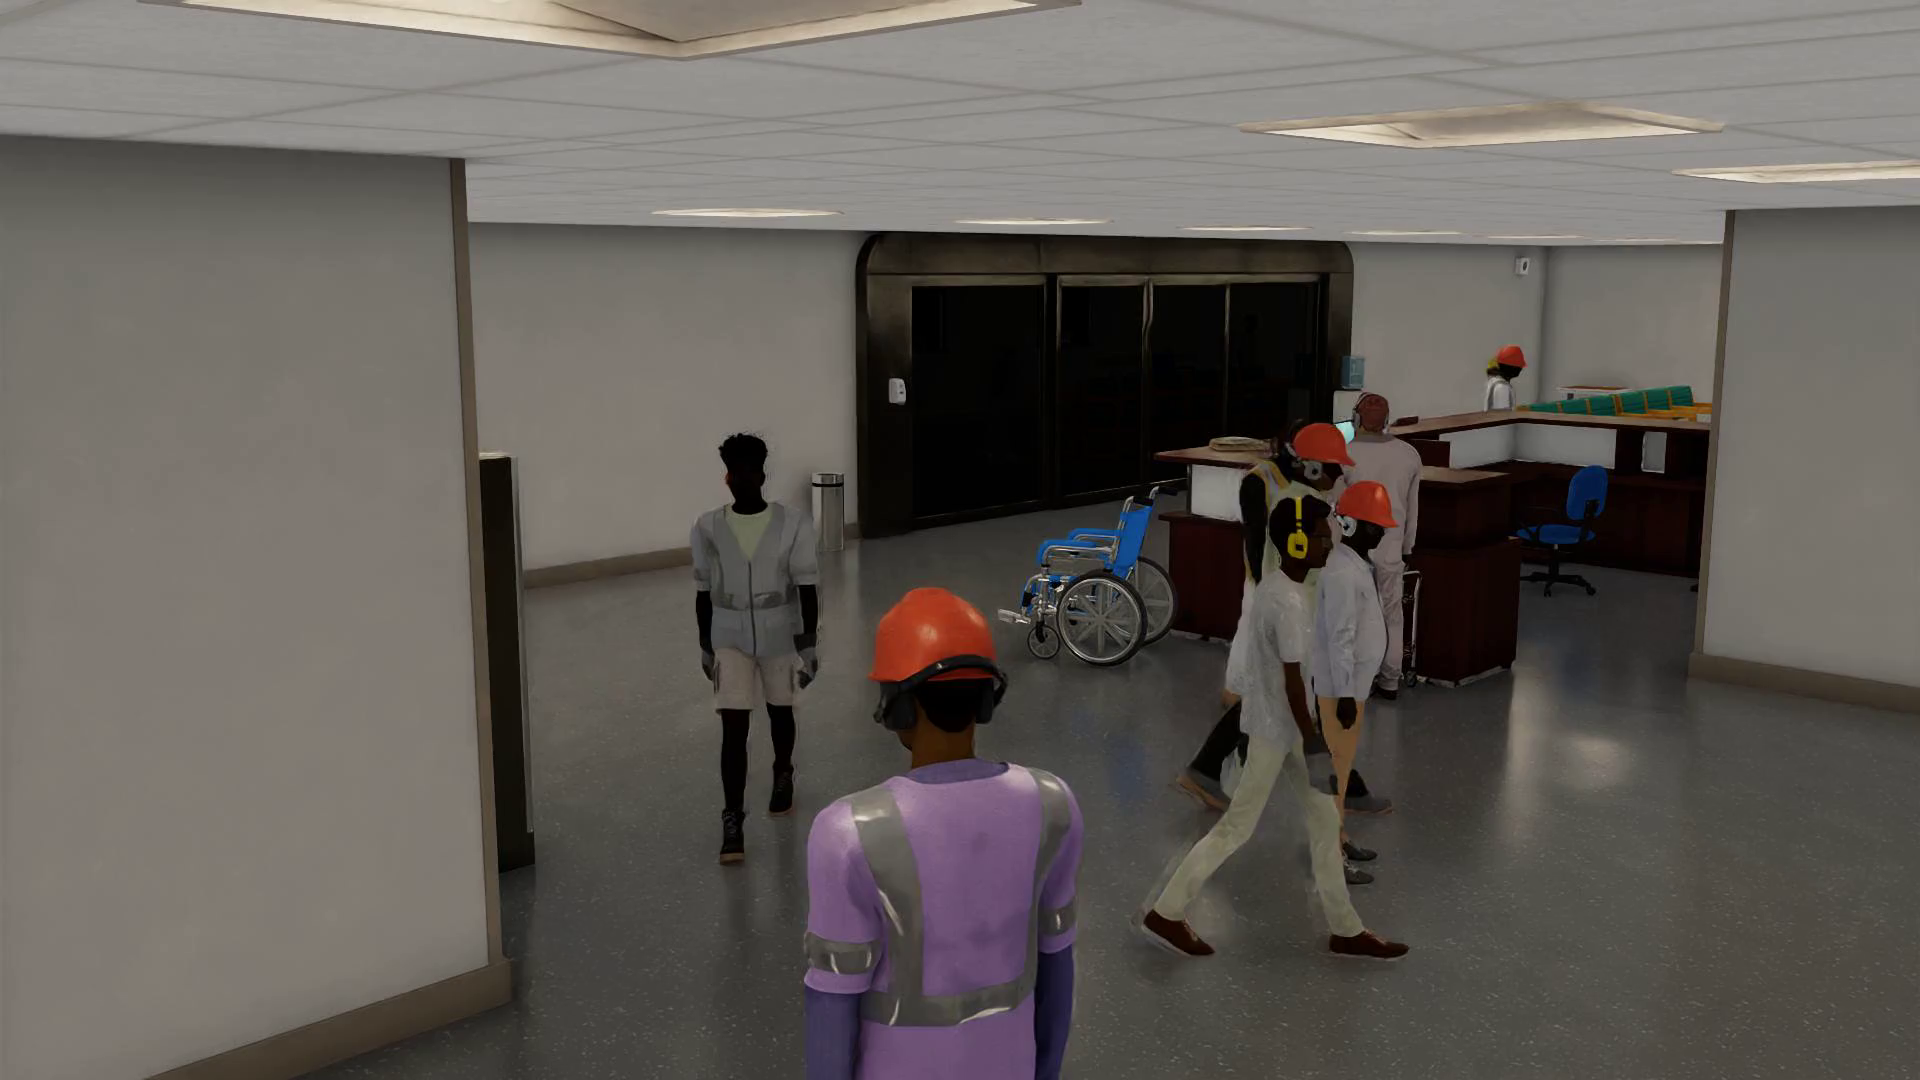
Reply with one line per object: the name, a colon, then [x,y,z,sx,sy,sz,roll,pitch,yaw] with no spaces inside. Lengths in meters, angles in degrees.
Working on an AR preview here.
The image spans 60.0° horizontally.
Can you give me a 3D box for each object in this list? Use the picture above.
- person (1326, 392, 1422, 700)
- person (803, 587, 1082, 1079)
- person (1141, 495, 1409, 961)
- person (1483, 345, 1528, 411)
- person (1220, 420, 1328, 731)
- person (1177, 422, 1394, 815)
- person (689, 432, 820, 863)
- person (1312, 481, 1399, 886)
person: [2.487,0.051,10.203,0.636,1.911,0.406,-3,10,-17]
person: [-0.052,1.105,3.388,0.612,2.032,0.420,-6,11,-32]
person: [1.182,0.731,6.331,1.006,1.824,0.529,2,10,14]
person: [5.415,-0.982,16.537,0.653,1.906,0.579,2,10,13]
person: [1.877,0.196,9.704,0.631,1.800,0.917,-4,10,-25]
person: [1.569,0.396,8.039,1.034,1.945,0.626,-1,9,-6]
person: [-0.948,0.448,7.743,0.604,1.921,1.003,0,9,-2]
person: [1.718,0.607,7.275,0.339,1.747,0.563,3,10,19]
